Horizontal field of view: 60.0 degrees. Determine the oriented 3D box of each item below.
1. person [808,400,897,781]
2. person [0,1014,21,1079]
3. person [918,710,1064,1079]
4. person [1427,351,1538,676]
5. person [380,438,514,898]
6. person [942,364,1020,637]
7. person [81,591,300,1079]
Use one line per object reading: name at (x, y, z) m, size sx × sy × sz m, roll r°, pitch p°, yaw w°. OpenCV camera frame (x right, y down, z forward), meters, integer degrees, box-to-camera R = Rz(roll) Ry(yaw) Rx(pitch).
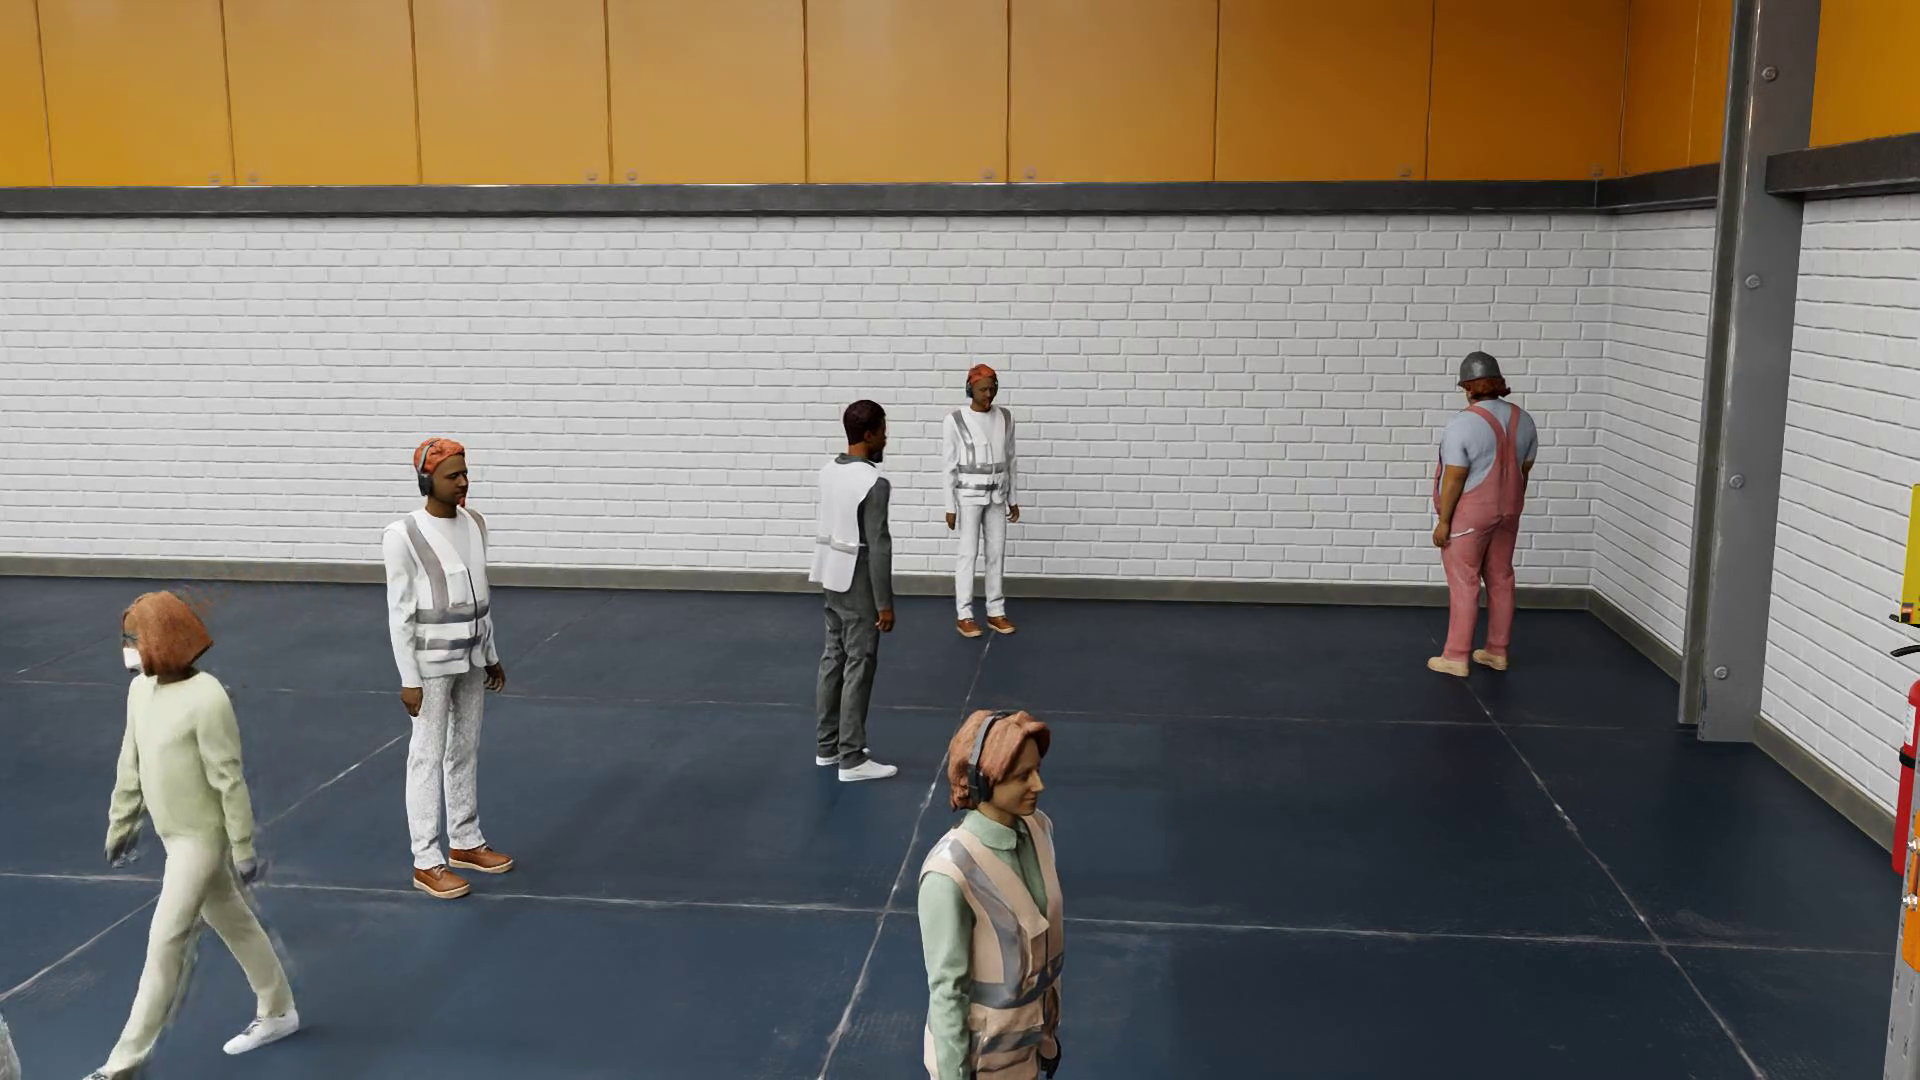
person at (-0.537, 0.249, 8.382) m, size 0.407 × 1.907 × 0.590 m, roll -5°, pitch 11°, yaw -29°
person at (-2.601, 1.126, 4.140) m, size 0.427 × 1.628 × 0.540 m, roll 2°, pitch 10°, yaw 10°
person at (0.075, 1.182, 3.792) m, size 0.309 × 1.641 × 0.514 m, roll 5°, pitch 11°, yaw 26°
person at (3.214, -0.176, 10.420) m, size 0.674 × 2.000 × 0.535 m, roll -5°, pitch 11°, yaw -25°
person at (-2.118, 0.517, 6.906) m, size 0.355 × 1.883 × 0.574 m, roll 4°, pitch 11°, yaw 22°
person at (0.144, -0.271, 11.438) m, size 0.586 × 1.879 × 0.357 m, roll -6°, pitch 12°, yaw -32°
person at (-2.505, 0.952, 5.239) m, size 0.528 × 1.582 × 0.858 m, roll 8°, pitch 13°, yaw 40°
